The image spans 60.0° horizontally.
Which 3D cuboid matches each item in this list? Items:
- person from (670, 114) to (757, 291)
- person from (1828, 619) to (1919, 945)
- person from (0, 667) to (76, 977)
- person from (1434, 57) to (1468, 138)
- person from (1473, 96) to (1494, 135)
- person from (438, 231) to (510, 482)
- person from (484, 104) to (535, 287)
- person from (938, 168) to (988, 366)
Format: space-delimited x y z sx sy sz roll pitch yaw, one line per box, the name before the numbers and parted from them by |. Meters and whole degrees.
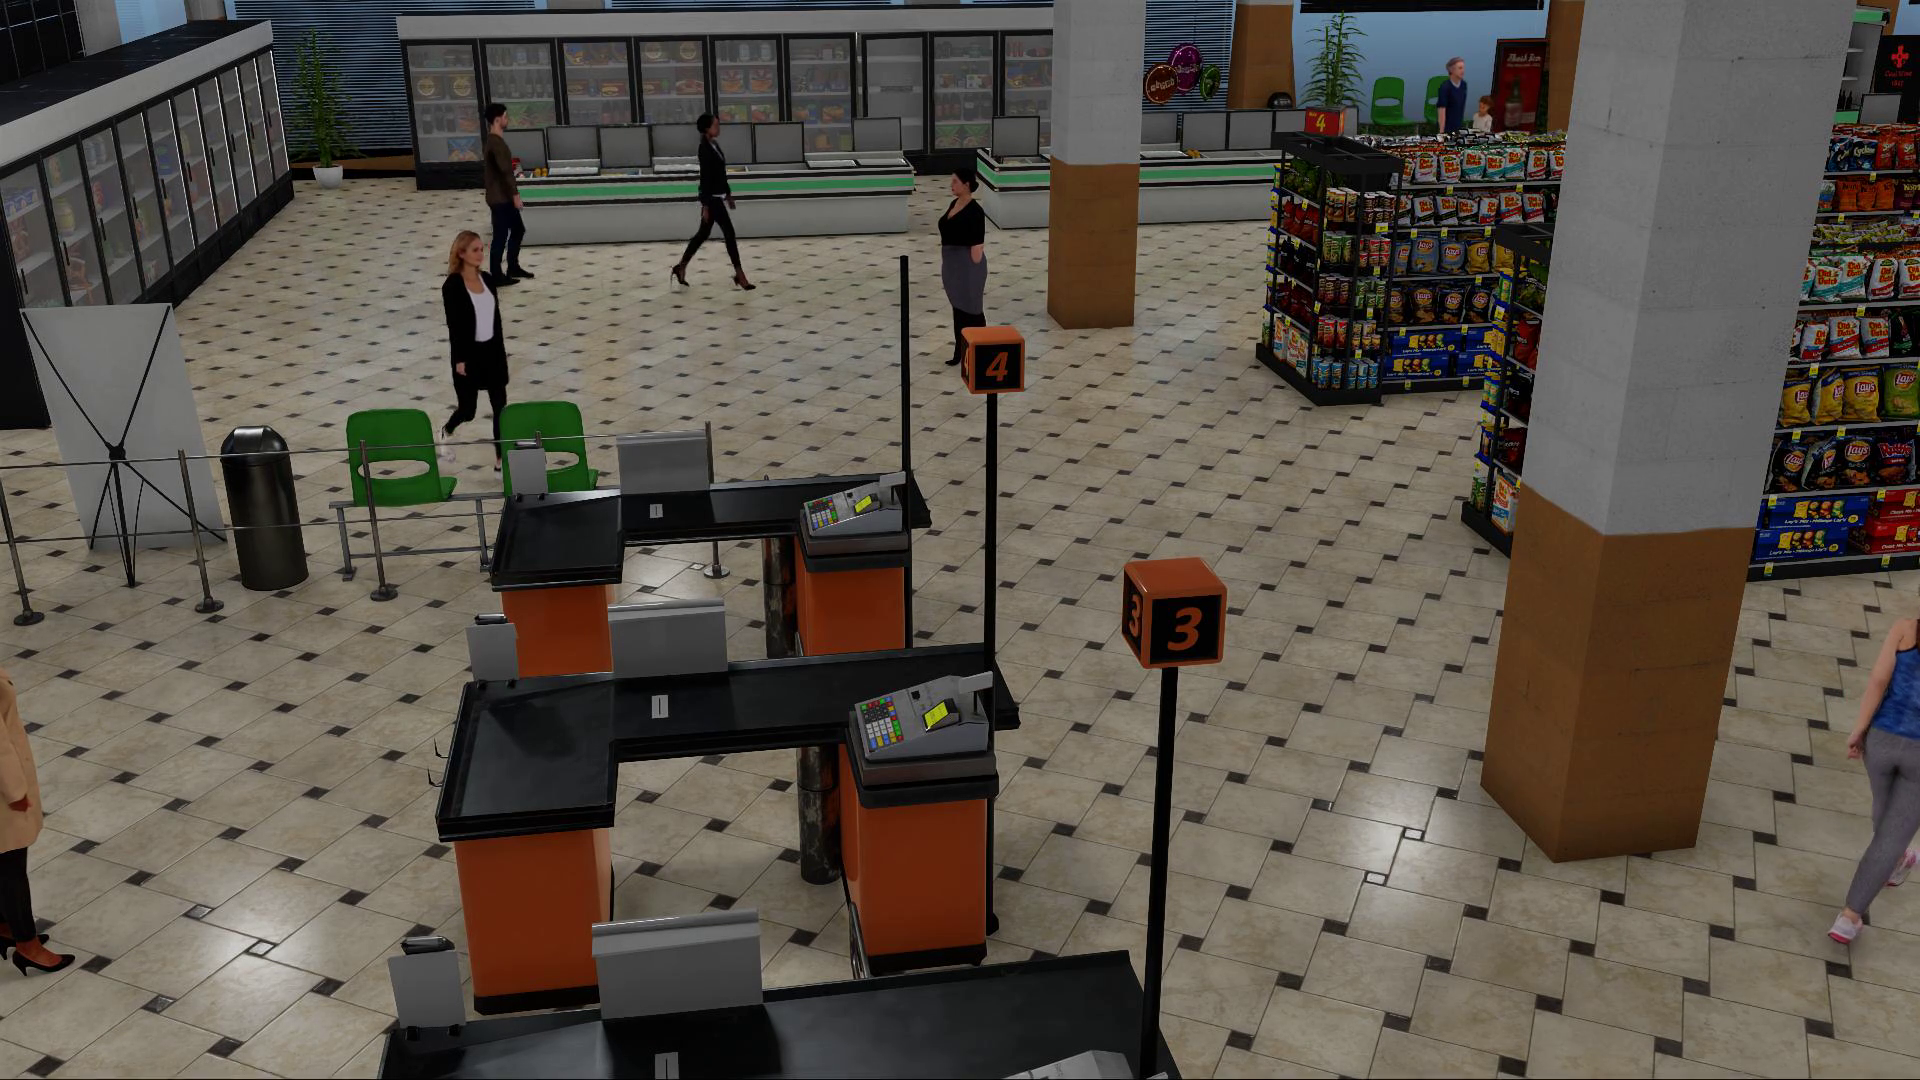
person | -2.625 -3.420 17.041 1.162 1.793 0.745 0 22 0
person | 3.750 0.882 6.640 1.162 1.565 0.938 -18 28 -38
person | -3.747 0.915 6.401 0.708 1.682 0.733 19 29 39
person | 6.329 -5.341 21.788 1.246 1.817 1.014 -12 25 -27
person | 7.075 -5.330 22.453 0.627 1.302 0.574 -16 27 -34
person | -3.447 -1.267 11.695 1.056 1.785 1.002 15 26 32
person | -4.858 -3.562 17.289 0.708 1.872 0.690 -6 23 -15
person | 0.048 -2.341 14.400 0.727 1.760 0.747 -11 25 -26
